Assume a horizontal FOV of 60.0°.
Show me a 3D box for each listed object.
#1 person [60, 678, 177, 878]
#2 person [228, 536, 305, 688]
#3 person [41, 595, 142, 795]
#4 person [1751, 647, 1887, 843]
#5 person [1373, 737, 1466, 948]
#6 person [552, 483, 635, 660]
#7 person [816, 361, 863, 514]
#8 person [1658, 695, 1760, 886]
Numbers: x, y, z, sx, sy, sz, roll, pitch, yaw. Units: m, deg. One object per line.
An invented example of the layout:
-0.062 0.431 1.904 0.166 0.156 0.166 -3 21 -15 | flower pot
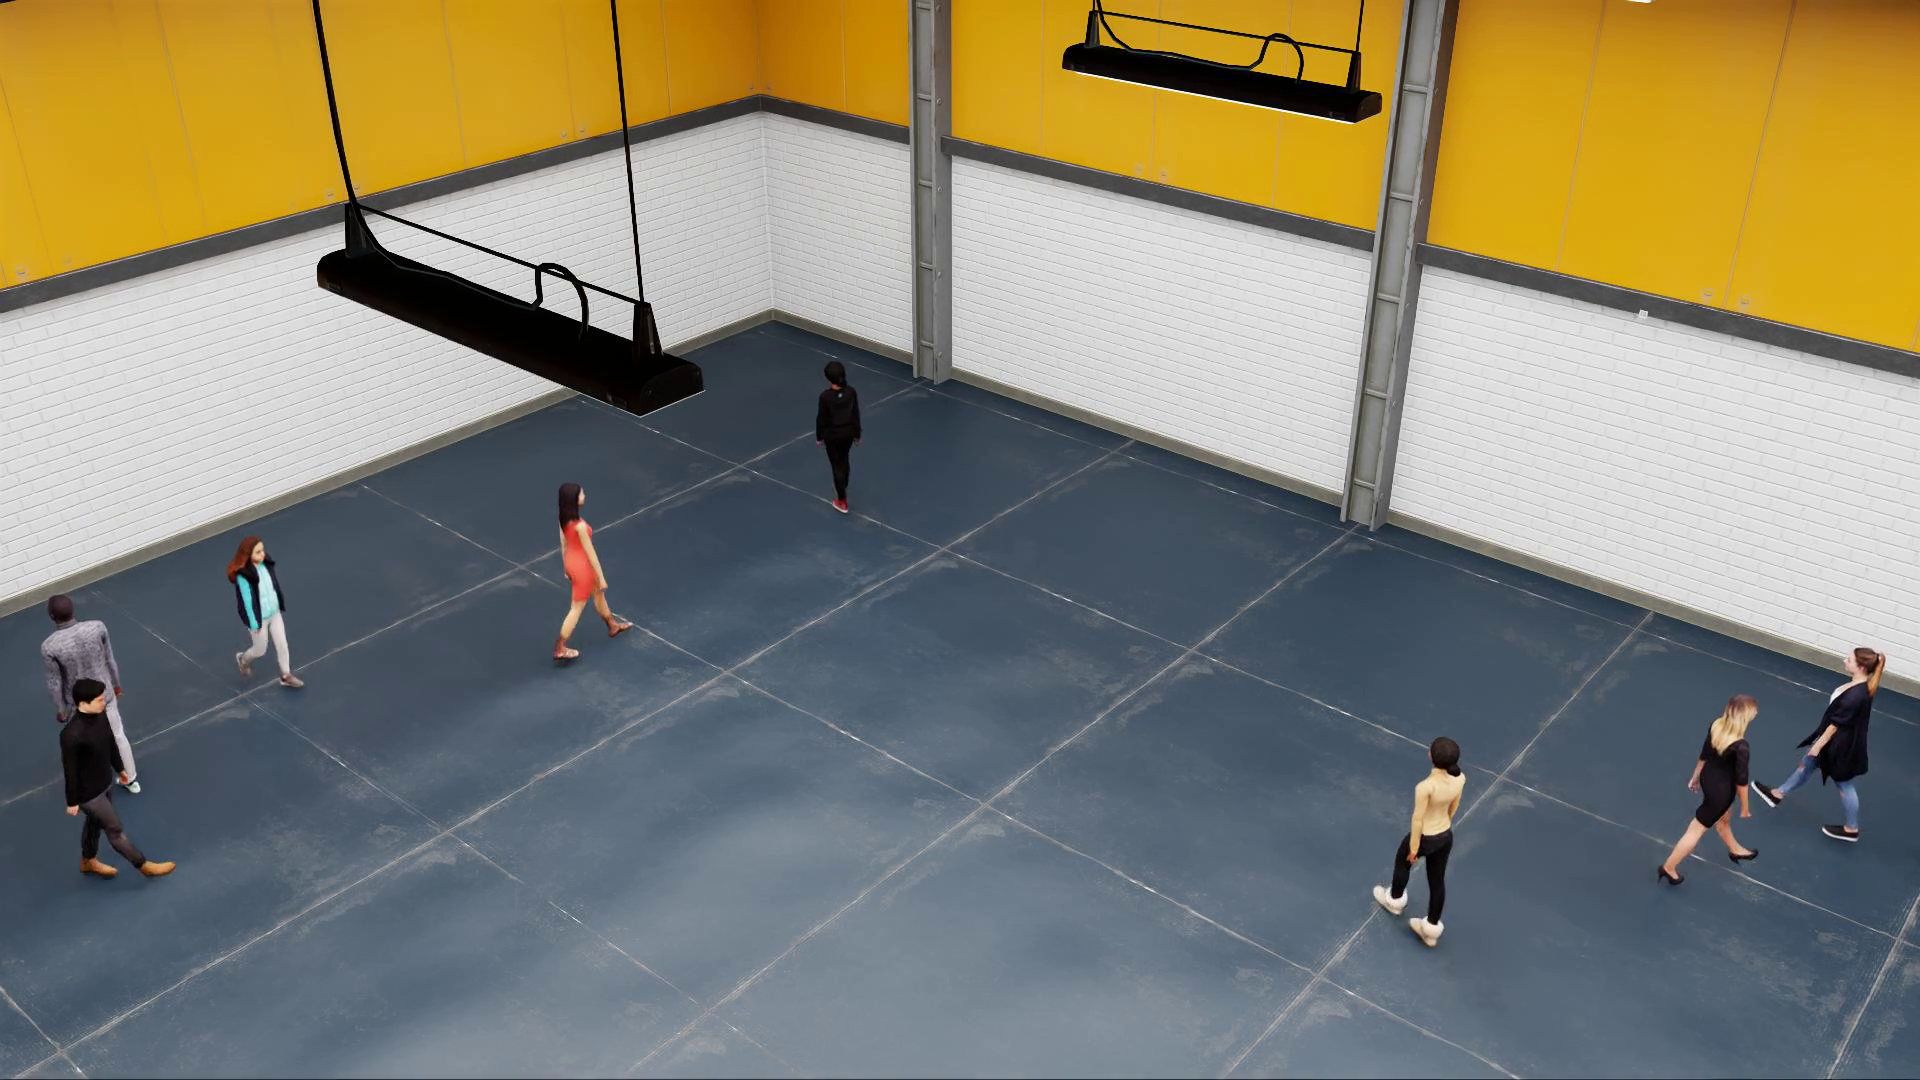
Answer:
-6.404 1.773 12.137 1.126 1.684 1.051 1 29 2 | person
-6.116 0.633 14.434 0.924 1.484 0.719 10 30 18 | person
-6.778 1.238 12.964 0.538 1.833 0.674 23 36 36 | person
6.740 1.578 12.534 1.052 1.646 0.649 20 34 32 | person
3.316 2.121 11.549 0.846 1.637 0.983 -10 30 -18 | person
-3.441 0.315 14.819 0.810 1.676 1.088 -21 35 -33 | person
-1.226 -1.052 17.344 0.735 1.656 0.774 -15 32 -25 | person
5.395 1.851 12.047 1.082 1.634 1.011 -3 29 -6 | person
